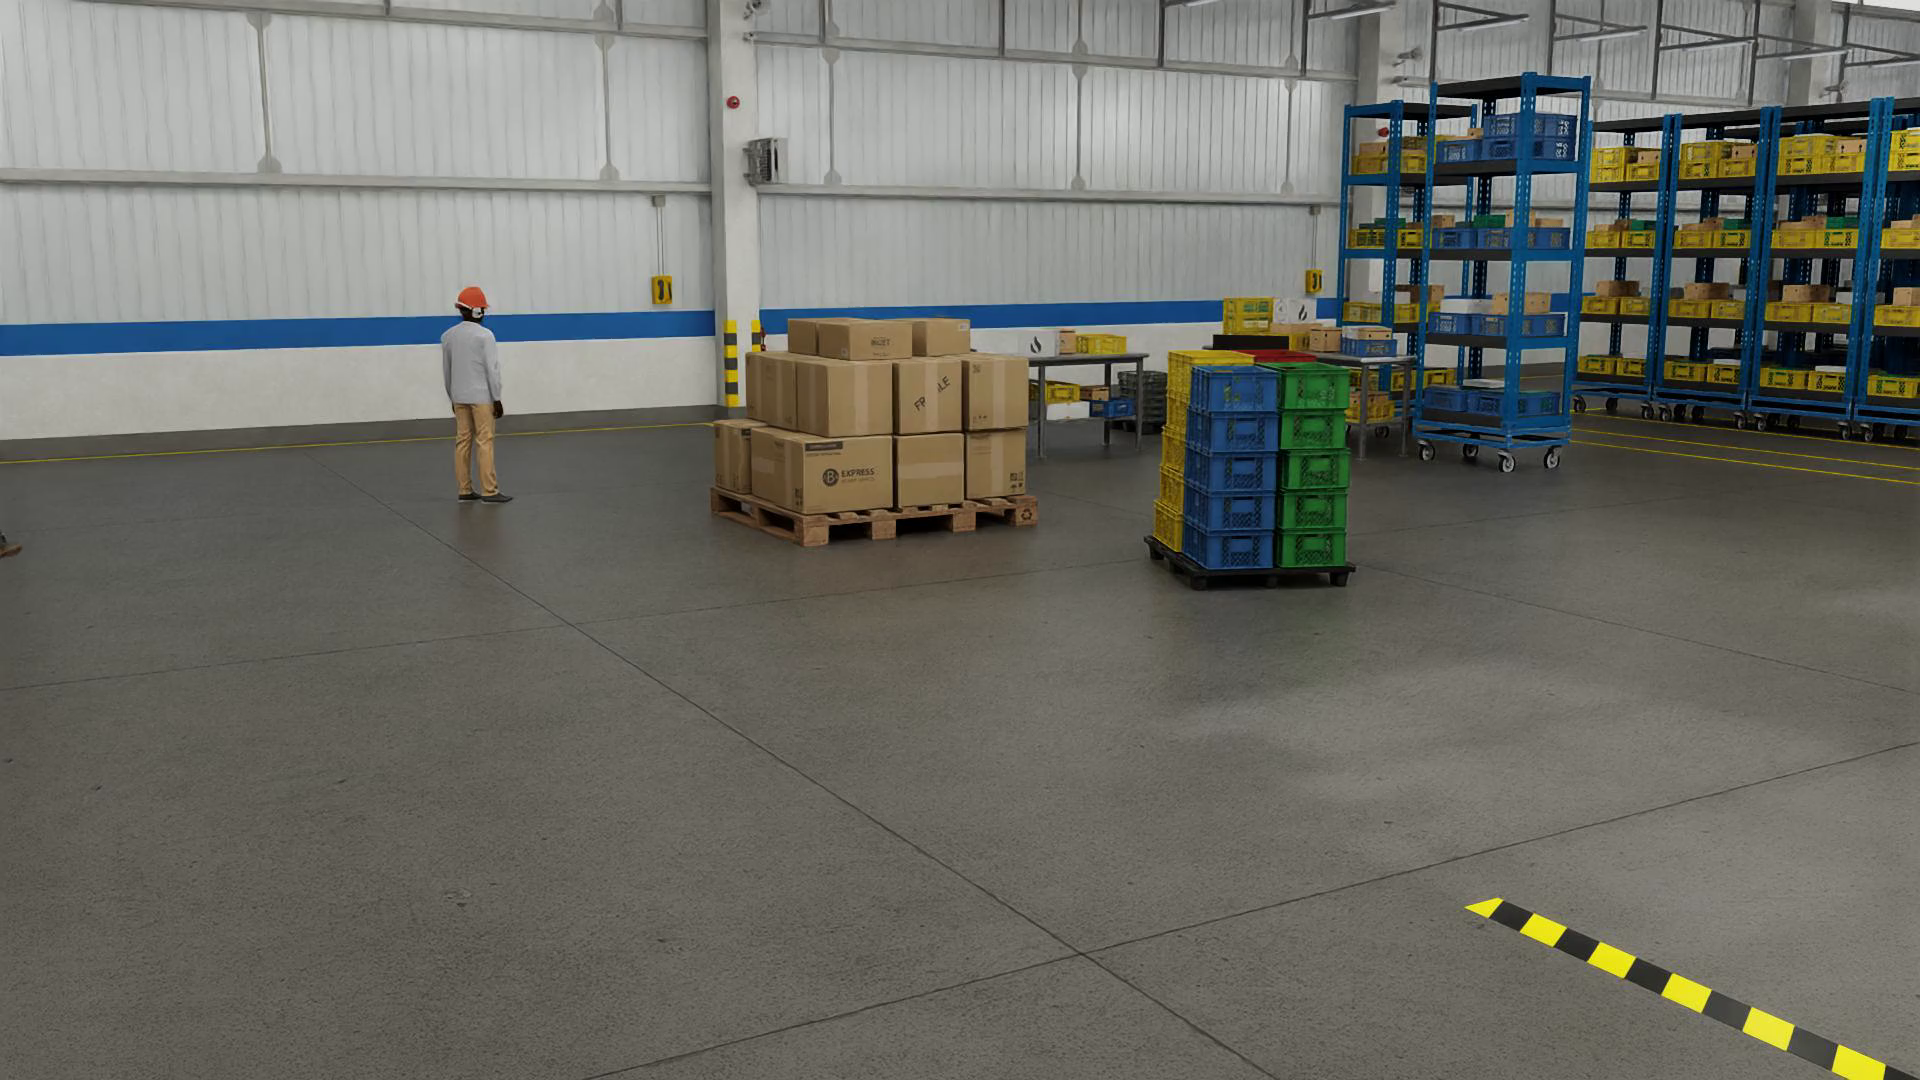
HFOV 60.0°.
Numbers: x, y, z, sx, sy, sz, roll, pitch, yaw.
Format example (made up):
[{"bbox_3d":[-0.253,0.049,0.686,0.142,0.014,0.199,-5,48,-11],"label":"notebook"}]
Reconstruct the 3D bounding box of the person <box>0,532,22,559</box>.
[{"bbox_3d":[-6.604,-0.783,10.733,0.977,1.942,0.610,4,11,20],"label":"person"}]

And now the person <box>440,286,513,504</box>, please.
[{"bbox_3d":[-3.915,-1.168,13.470,0.560,1.753,0.327,5,11,28],"label":"person"}]
